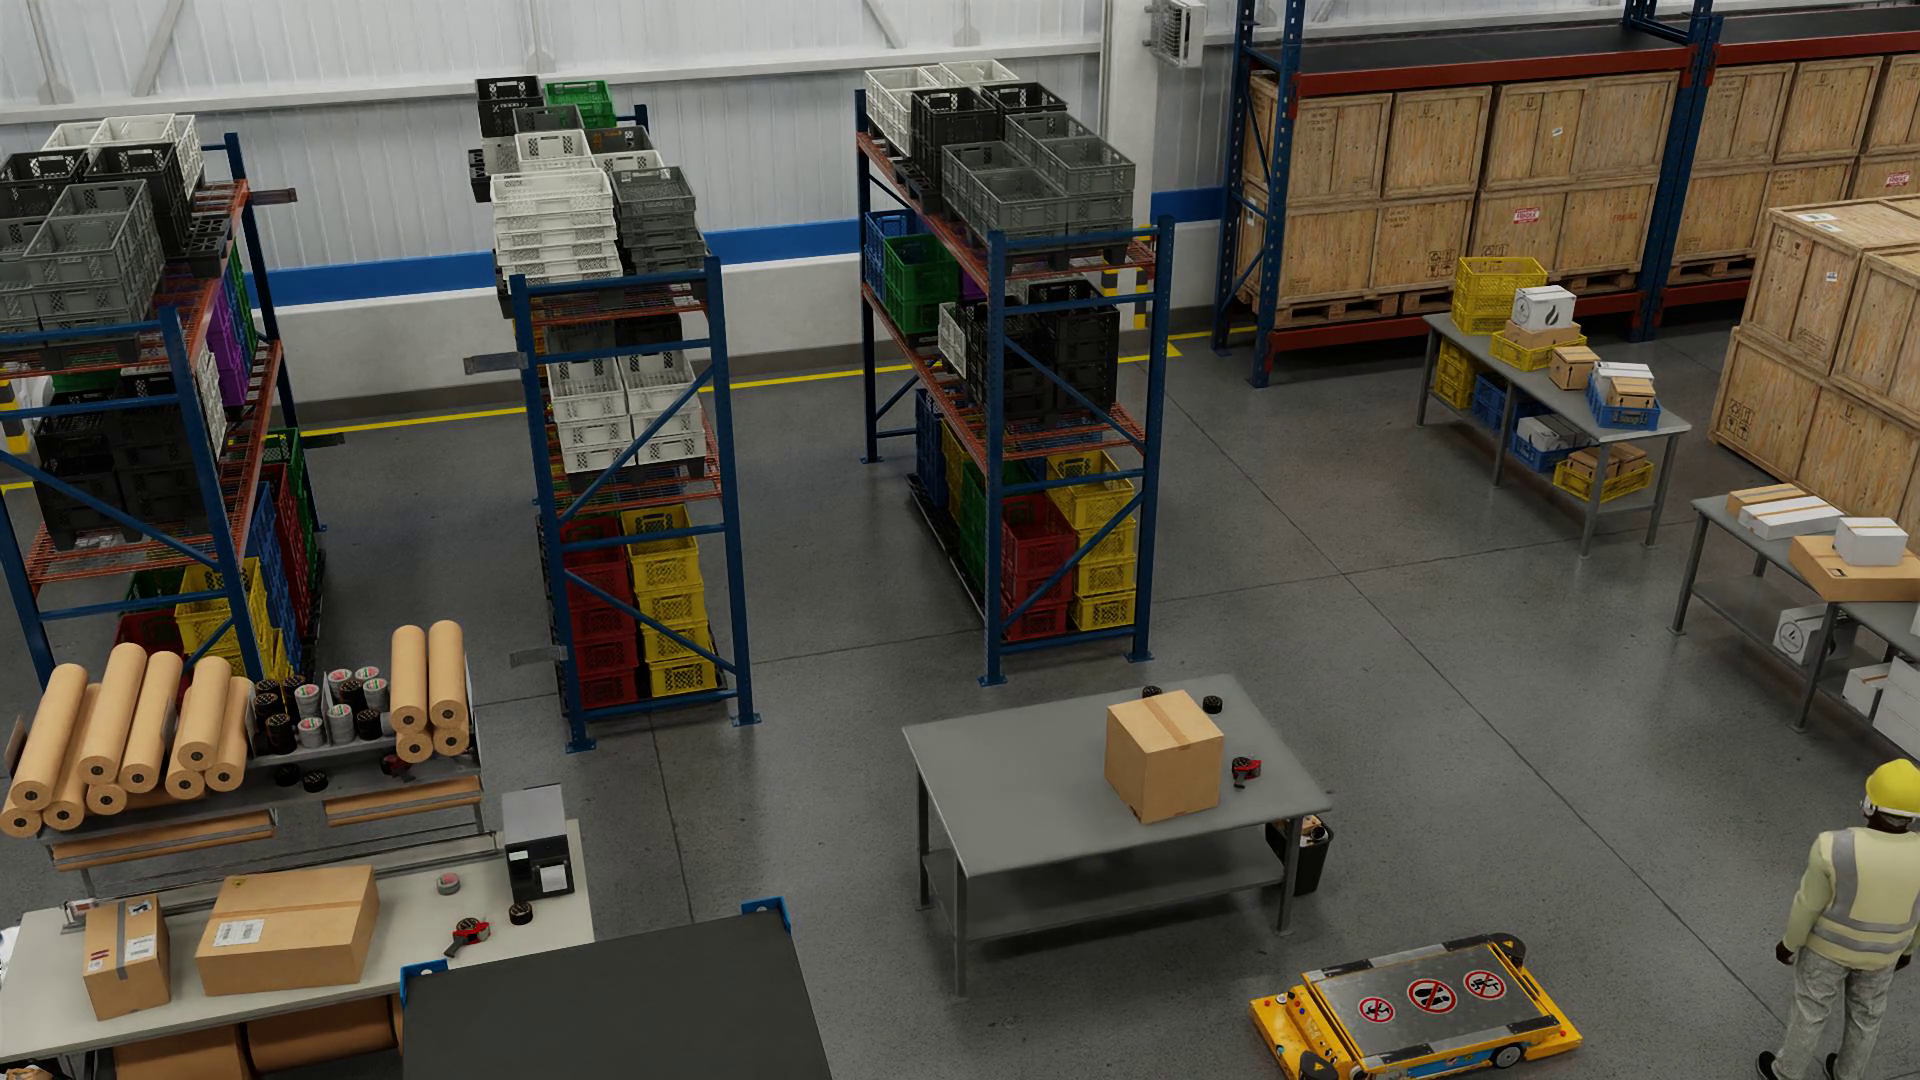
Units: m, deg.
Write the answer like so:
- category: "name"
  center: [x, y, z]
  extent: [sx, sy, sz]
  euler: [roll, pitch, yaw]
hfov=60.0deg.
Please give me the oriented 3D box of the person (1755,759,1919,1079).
- category: "person"
  center: [3.932, 1.747, 7.343]
  extent: [0.589, 1.835, 0.404]
  euler: [3, 29, 6]

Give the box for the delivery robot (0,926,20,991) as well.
- category: "delivery robot"
  center: [-4.602, 2.068, 7.983]
  extent: [0.707, 0.478, 0.477]
  euler: [-23, 36, -36]

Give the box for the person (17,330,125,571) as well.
- category: "person"
  center: [-6.282, -0.650, 11.652]
  extent: [0.581, 1.882, 0.339]
  euler: [18, 34, 30]

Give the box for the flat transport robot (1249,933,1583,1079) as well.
- category: "flat transport robot"
  center: [2.184, 2.282, 7.980]
  extent: [1.431, 0.197, 0.652]
  euler: [-8, 30, -14]

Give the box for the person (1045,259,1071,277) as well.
- category: "person"
  center: [0.764, -2.494, 14.954]
  extent: [0.629, 1.940, 0.373]
  euler: [-19, 34, -31]
